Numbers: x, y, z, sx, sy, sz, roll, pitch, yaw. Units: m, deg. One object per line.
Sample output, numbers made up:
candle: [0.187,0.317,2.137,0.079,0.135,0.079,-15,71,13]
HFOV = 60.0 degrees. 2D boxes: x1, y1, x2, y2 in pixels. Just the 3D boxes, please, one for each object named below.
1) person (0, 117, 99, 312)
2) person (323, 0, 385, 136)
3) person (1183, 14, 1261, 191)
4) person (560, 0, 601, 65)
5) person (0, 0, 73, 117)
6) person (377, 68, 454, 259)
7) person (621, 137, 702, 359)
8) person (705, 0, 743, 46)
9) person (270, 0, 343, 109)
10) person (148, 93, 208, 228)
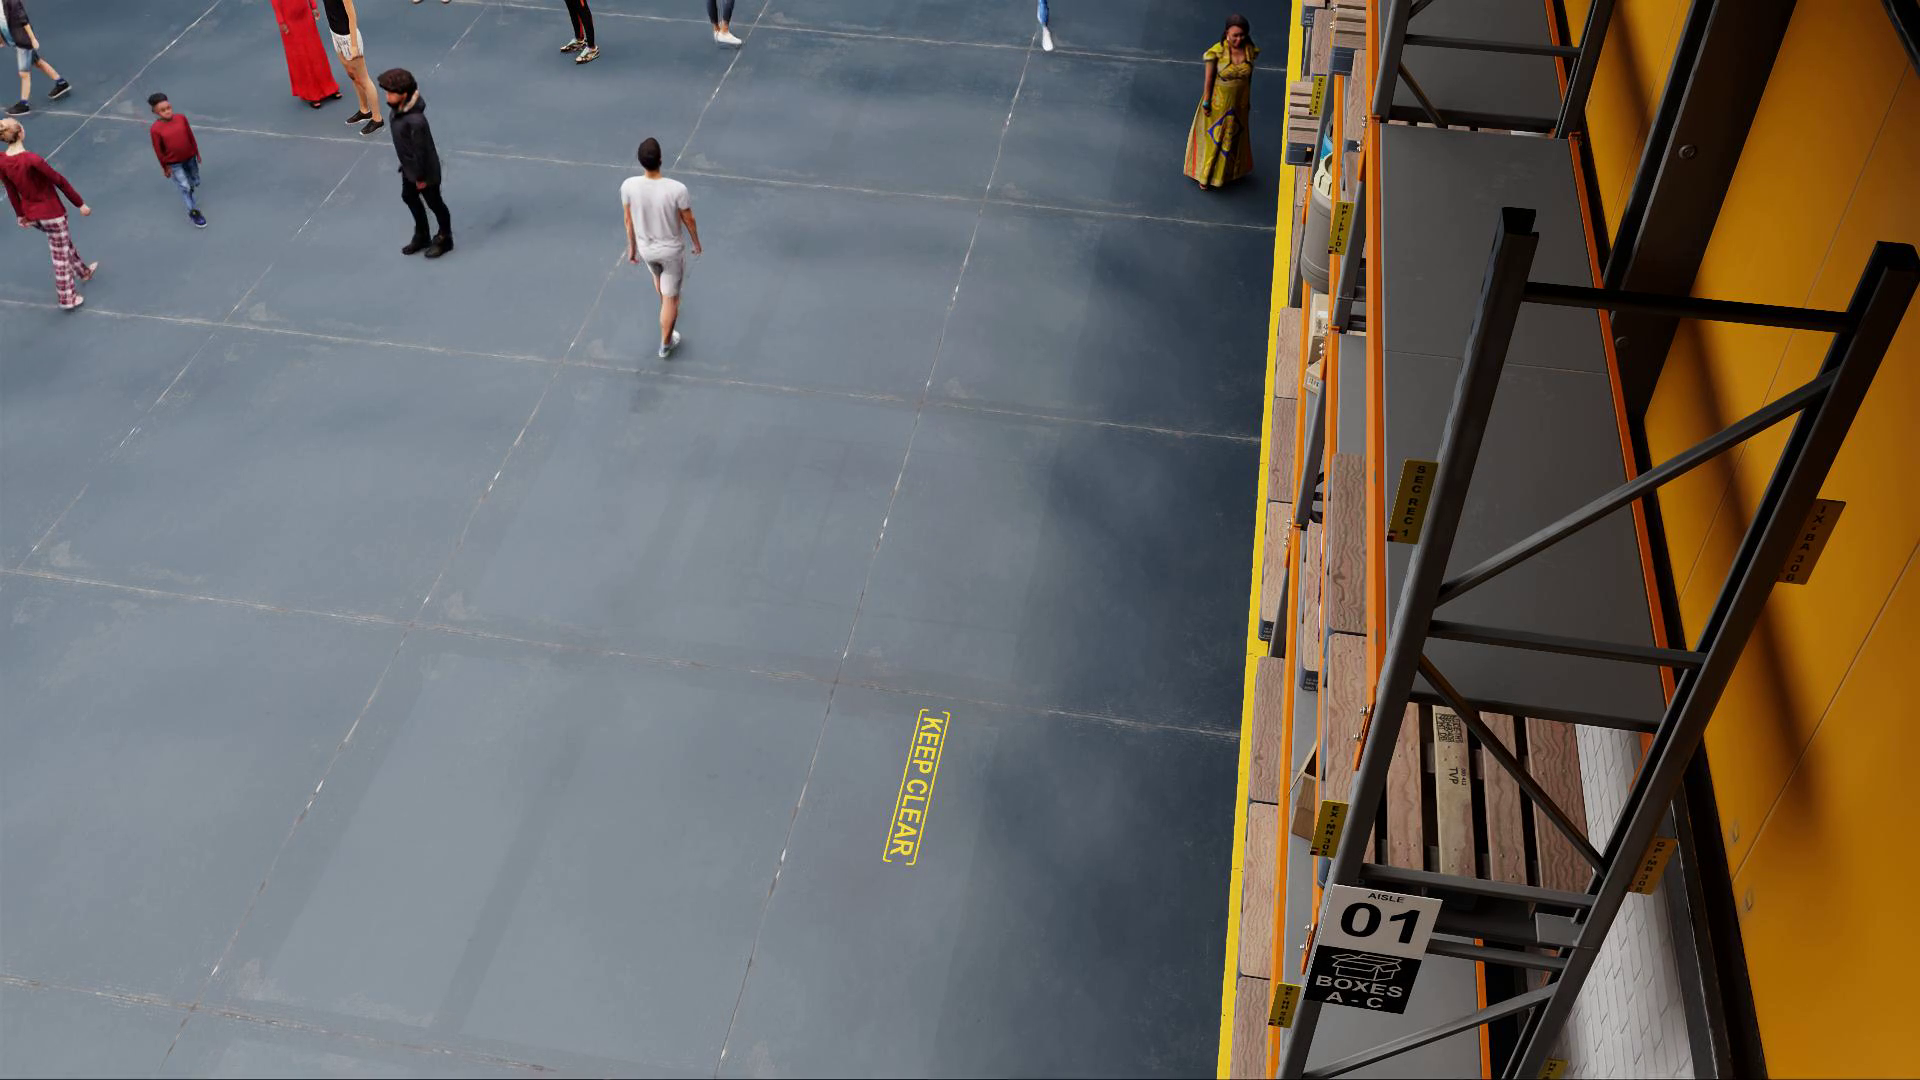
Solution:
person: [-7.529,-2.631,13.611,0.665,1.677,0.899,10,45,11]
person: [-5.804,-4.776,15.740,0.723,1.846,0.684,-31,52,-29]
person: [2.412,-3.973,15.039,0.990,1.660,0.990,-14,45,-14]
person: [-3.932,-5.743,16.782,0.743,1.808,0.693,-28,50,-26]
person: [-9.101,-4.898,16.186,0.776,1.407,1.037,23,48,22]
person: [-4.549,-3.235,14.181,0.875,1.765,0.819,-30,51,-28]
person: [-2.380,-2.249,13.107,0.725,1.819,1.076,5,44,5]
person: [-2.542,-5.963,17.021,0.807,1.797,0.761,27,50,25]
person: [-6.423,-5.053,16.080,0.799,1.788,0.687,26,49,24]
person: [-6.953,-3.408,14.745,0.748,1.239,0.765,-32,52,-29]
